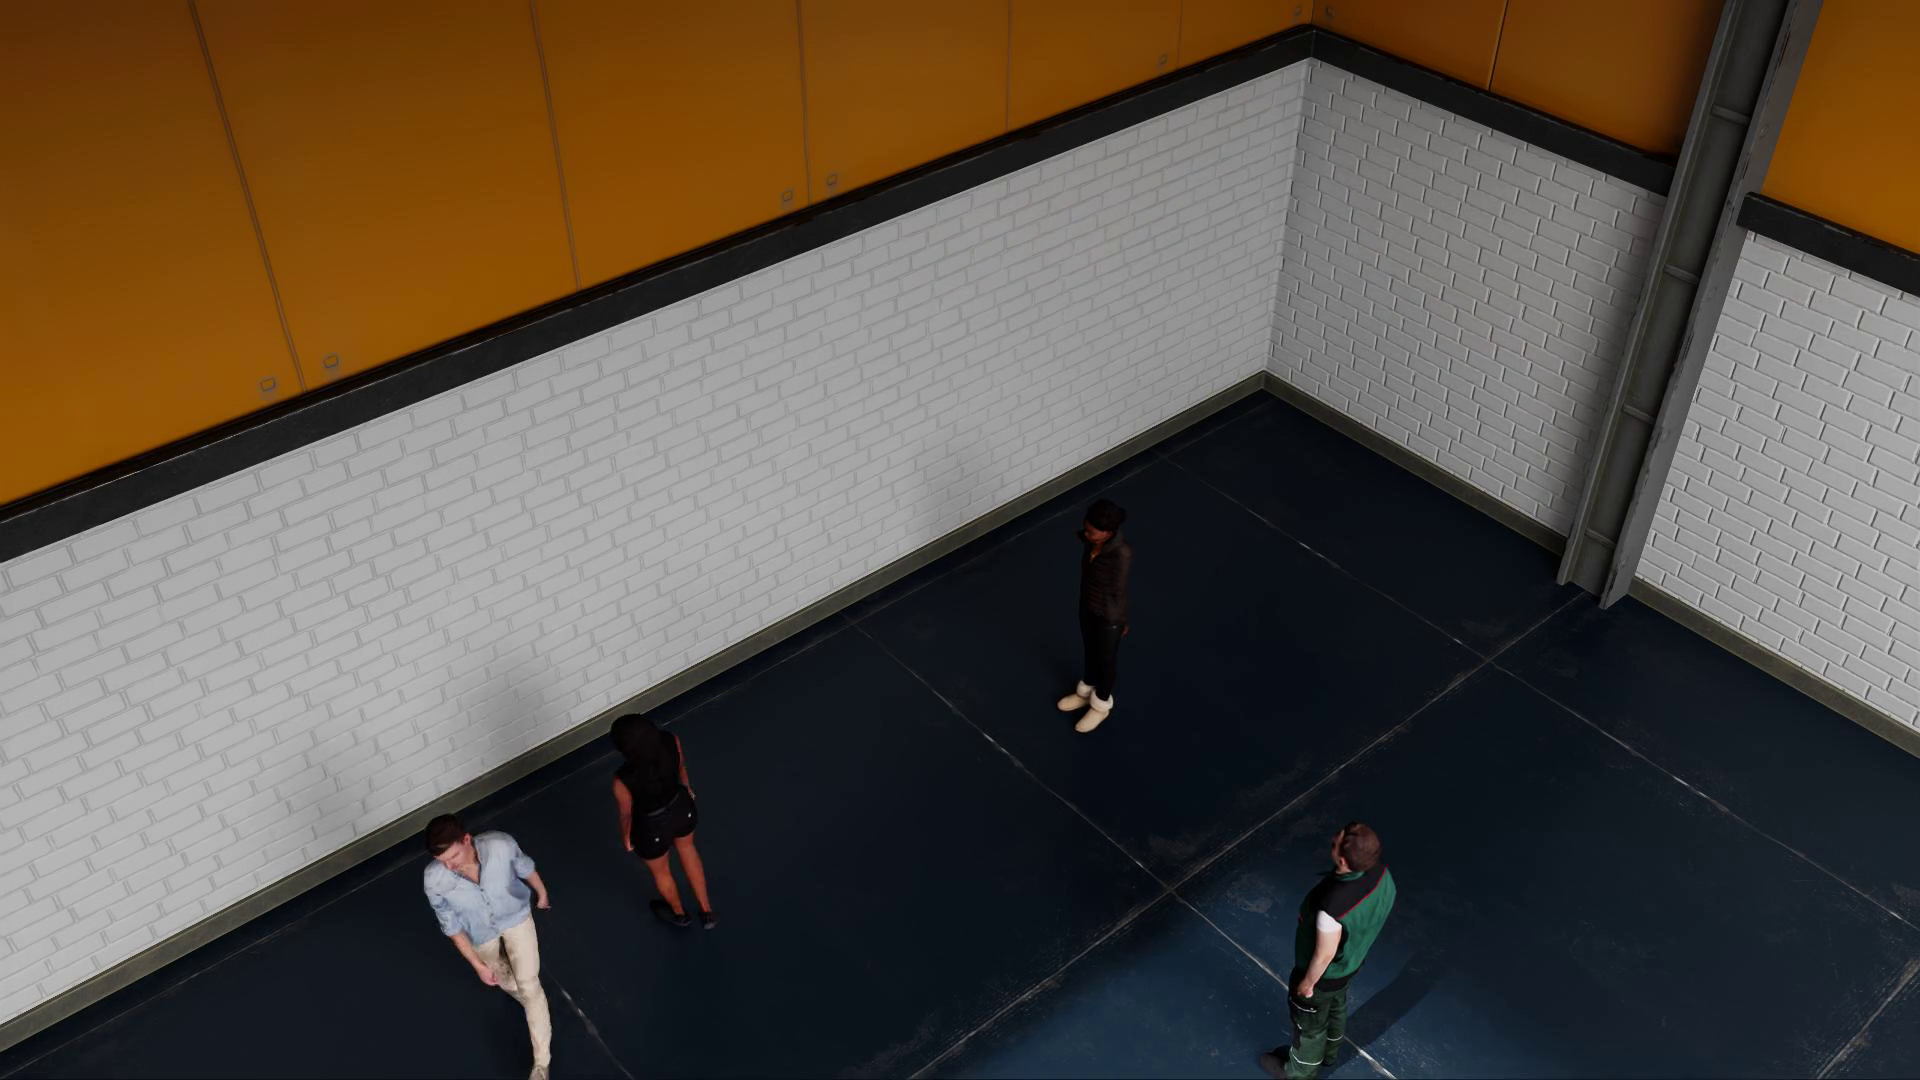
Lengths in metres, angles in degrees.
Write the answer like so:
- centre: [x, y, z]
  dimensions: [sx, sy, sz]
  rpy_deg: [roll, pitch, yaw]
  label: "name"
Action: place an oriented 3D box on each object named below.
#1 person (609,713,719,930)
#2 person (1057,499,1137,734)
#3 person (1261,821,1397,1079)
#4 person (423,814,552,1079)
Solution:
- centre: [-1.552, 1.520, 8.717]
  dimensions: [0.732, 1.722, 0.789]
  rpy_deg: [-28, 47, -31]
  label: "person"
- centre: [0.881, 0.418, 10.147]
  dimensions: [0.592, 1.659, 0.656]
  rpy_deg: [16, 41, 19]
  label: "person"
- centre: [1.779, 1.999, 8.020]
  dimensions: [0.619, 1.843, 0.667]
  rpy_deg: [31, 48, 33]
  label: "person"
- centre: [-2.294, 1.856, 8.243]
  dimensions: [0.895, 1.788, 1.154]
  rpy_deg: [-22, 44, -25]
  label: "person"
